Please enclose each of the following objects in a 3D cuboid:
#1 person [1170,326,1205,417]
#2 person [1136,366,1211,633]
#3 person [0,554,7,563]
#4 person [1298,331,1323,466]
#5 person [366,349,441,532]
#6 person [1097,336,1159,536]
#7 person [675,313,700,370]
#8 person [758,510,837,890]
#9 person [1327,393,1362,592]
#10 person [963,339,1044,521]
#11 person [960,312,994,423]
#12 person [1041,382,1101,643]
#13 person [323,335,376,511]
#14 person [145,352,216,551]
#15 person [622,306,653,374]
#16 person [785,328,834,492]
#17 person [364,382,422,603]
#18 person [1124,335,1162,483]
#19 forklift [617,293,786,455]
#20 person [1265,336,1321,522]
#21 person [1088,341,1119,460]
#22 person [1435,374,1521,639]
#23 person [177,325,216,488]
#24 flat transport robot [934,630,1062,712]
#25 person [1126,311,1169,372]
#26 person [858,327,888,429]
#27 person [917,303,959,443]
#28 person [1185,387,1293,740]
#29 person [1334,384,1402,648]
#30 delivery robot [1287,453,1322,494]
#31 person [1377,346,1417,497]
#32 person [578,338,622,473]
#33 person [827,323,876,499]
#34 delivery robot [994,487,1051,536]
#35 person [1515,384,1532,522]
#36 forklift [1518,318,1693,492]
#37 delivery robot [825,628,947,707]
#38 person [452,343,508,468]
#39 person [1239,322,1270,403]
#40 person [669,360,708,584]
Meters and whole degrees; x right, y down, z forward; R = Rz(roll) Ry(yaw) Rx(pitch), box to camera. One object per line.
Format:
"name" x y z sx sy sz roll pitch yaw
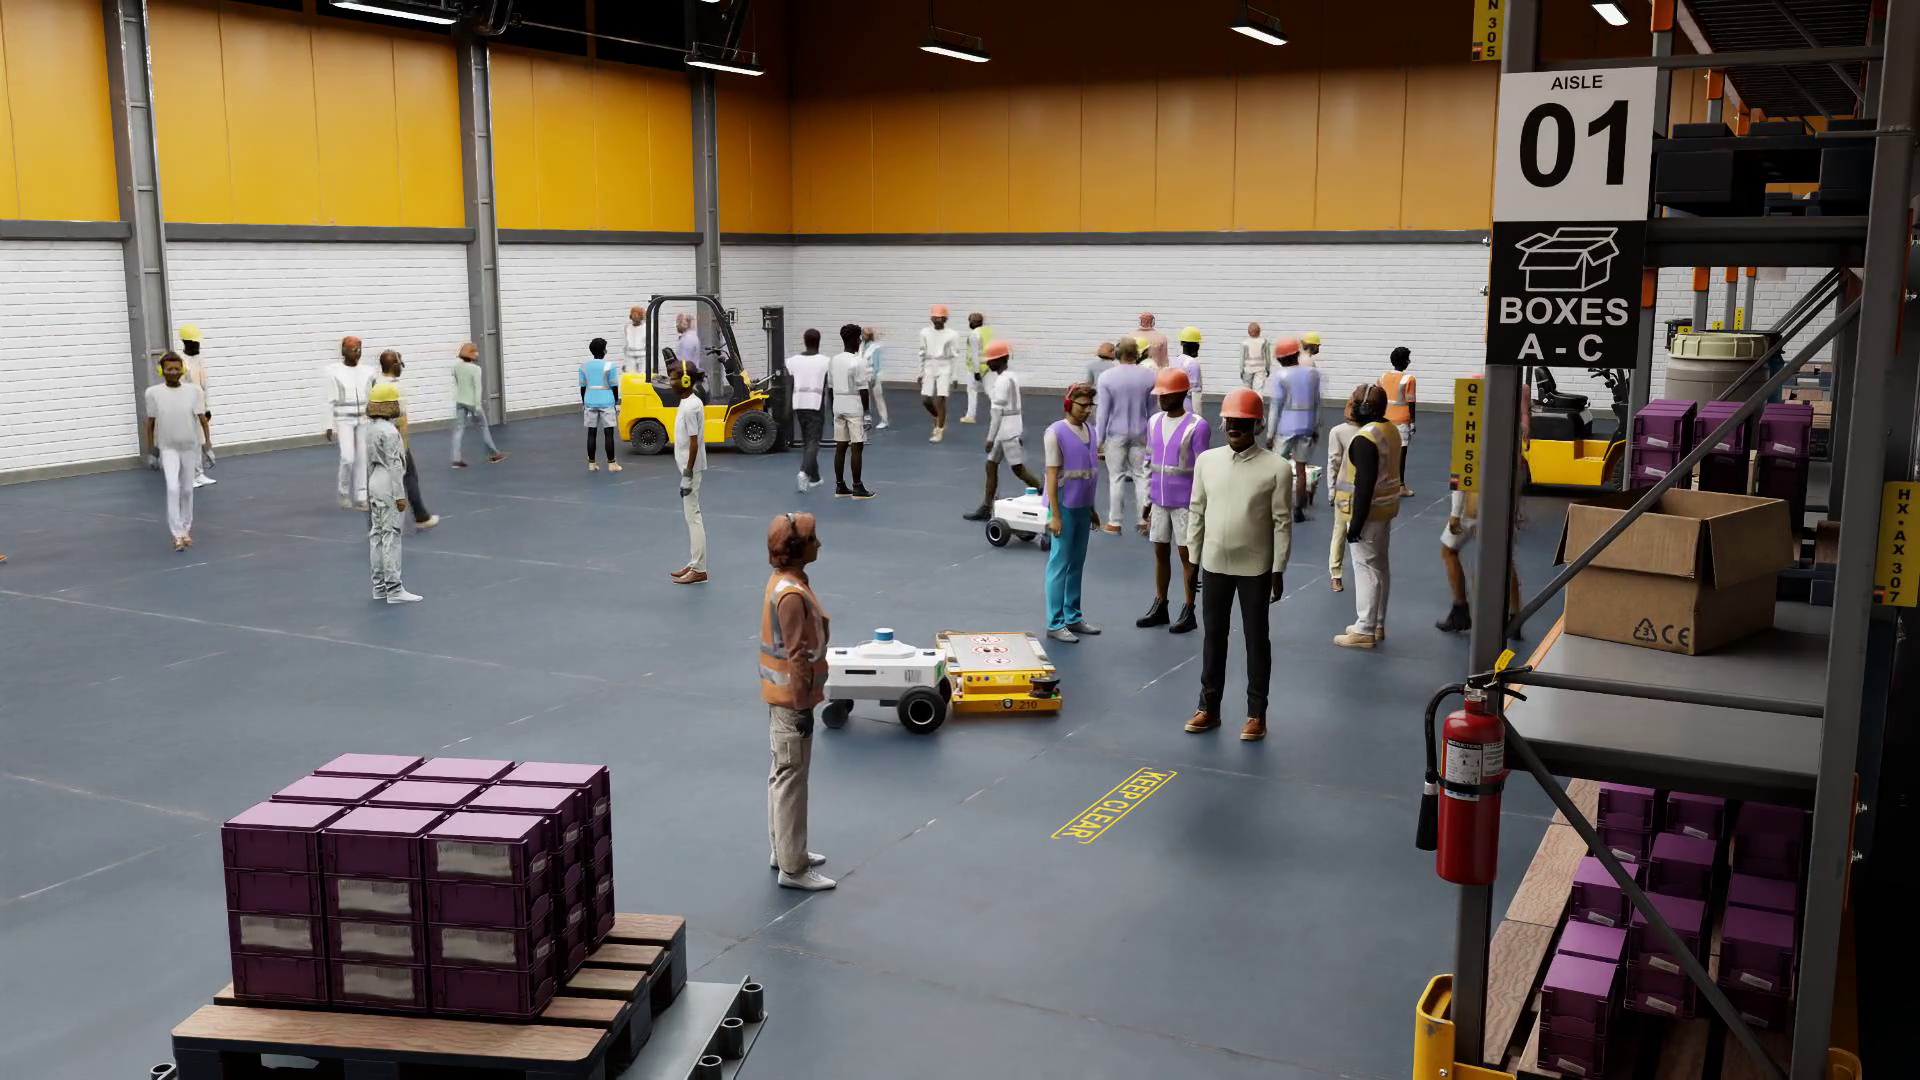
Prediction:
"person" 2.558 -1.434 18.704 0.363 1.927 0.587 -4 11 -22
"person" 1.535 -0.290 12.060 0.551 1.933 0.373 9 14 44
"person" -8.755 -0.742 14.669 0.635 1.936 0.351 9 13 41
"person" 4.380 -1.739 20.950 0.339 1.765 0.546 0 10 -3
"person" -5.479 -0.946 16.204 0.537 1.804 0.890 4 10 21
"person" 1.627 -1.008 16.211 0.635 1.936 0.355 -3 10 -14
"person" -3.979 -2.430 24.652 0.956 1.868 0.639 -2 10 -14
"person" -0.717 0.690 7.228 0.308 1.645 0.517 -2 10 -12
"person" 3.230 -0.397 13.544 0.507 1.634 0.274 -2 10 -12
"person" 0.546 -1.094 16.895 0.971 1.889 0.551 1 10 7
"person" 0.388 -2.761 26.764 0.852 1.810 0.635 7 12 34
"person" 0.789 -0.206 11.853 0.388 1.837 0.564 7 12 35
"person" -6.432 -1.232 17.671 0.398 1.875 0.614 9 13 42
"person" -7.200 -0.813 15.391 0.517 1.832 0.864 -6 12 -33
"person" -5.345 -2.935 27.559 0.599 1.864 0.422 2 10 11
"person" -1.750 -1.513 19.310 0.604 1.885 0.906 2 10 14
"person" -4.494 -0.376 13.113 0.295 1.744 0.489 -9 13 -41
"person" 2.282 -1.527 19.671 0.838 1.791 0.602 4 10 20
"forklift" -3.588 -2.317 23.042 2.313 2.155 1.214 -1 10 -5
"person" 3.373 -1.103 16.877 0.652 1.901 0.378 -3 10 -17
"person" 1.823 -1.803 21.789 0.501 1.606 0.677 8 13 39
"person" 3.732 -0.235 11.903 0.654 1.872 0.694 -5 11 -29
"person" -9.005 -1.567 19.549 0.469 1.908 0.583 2 10 12
"flat transport robot" 0.217 0.806 10.526 0.652 0.197 1.431 -1 10 -5
"person" 2.702 -2.353 24.087 0.643 1.908 0.410 2 10 12
"person" -1.431 -2.503 25.843 0.856 1.586 0.536 -10 14 -44
"person" -0.307 -2.431 24.182 0.645 2.029 0.513 4 10 21
"person" 1.571 0.132 9.437 0.611 1.997 0.375 6 11 29
"person" 2.841 -0.170 11.636 0.430 1.845 0.620 6 11 31
"delivery robot" 3.580 -0.703 18.173 0.707 0.478 0.477 4 11 24
"person" 4.933 -1.334 18.793 0.317 1.695 0.540 -7 12 -35
"person" -4.501 -1.681 20.813 0.531 1.692 0.320 2 10 12
"person" -1.217 -1.435 18.598 0.606 1.966 0.367 9 13 42
"delivery robot" 0.668 -0.247 15.532 0.707 0.478 0.477 9 13 41
"person" 5.560 -1.054 16.972 0.533 1.768 0.310 6 12 33
"forklift" 7.066 -1.601 18.899 2.313 2.155 1.214 5 11 27
"delivery robot" -0.438 0.760 9.700 0.707 0.478 0.477 1 10 4
"person" -6.276 -1.749 21.500 0.504 1.594 0.830 5 11 28
"person" 4.870 -2.793 27.487 0.510 1.602 0.813 2 10 10
"person" -2.275 -0.567 13.860 0.328 1.870 0.510 -2 10 -10
